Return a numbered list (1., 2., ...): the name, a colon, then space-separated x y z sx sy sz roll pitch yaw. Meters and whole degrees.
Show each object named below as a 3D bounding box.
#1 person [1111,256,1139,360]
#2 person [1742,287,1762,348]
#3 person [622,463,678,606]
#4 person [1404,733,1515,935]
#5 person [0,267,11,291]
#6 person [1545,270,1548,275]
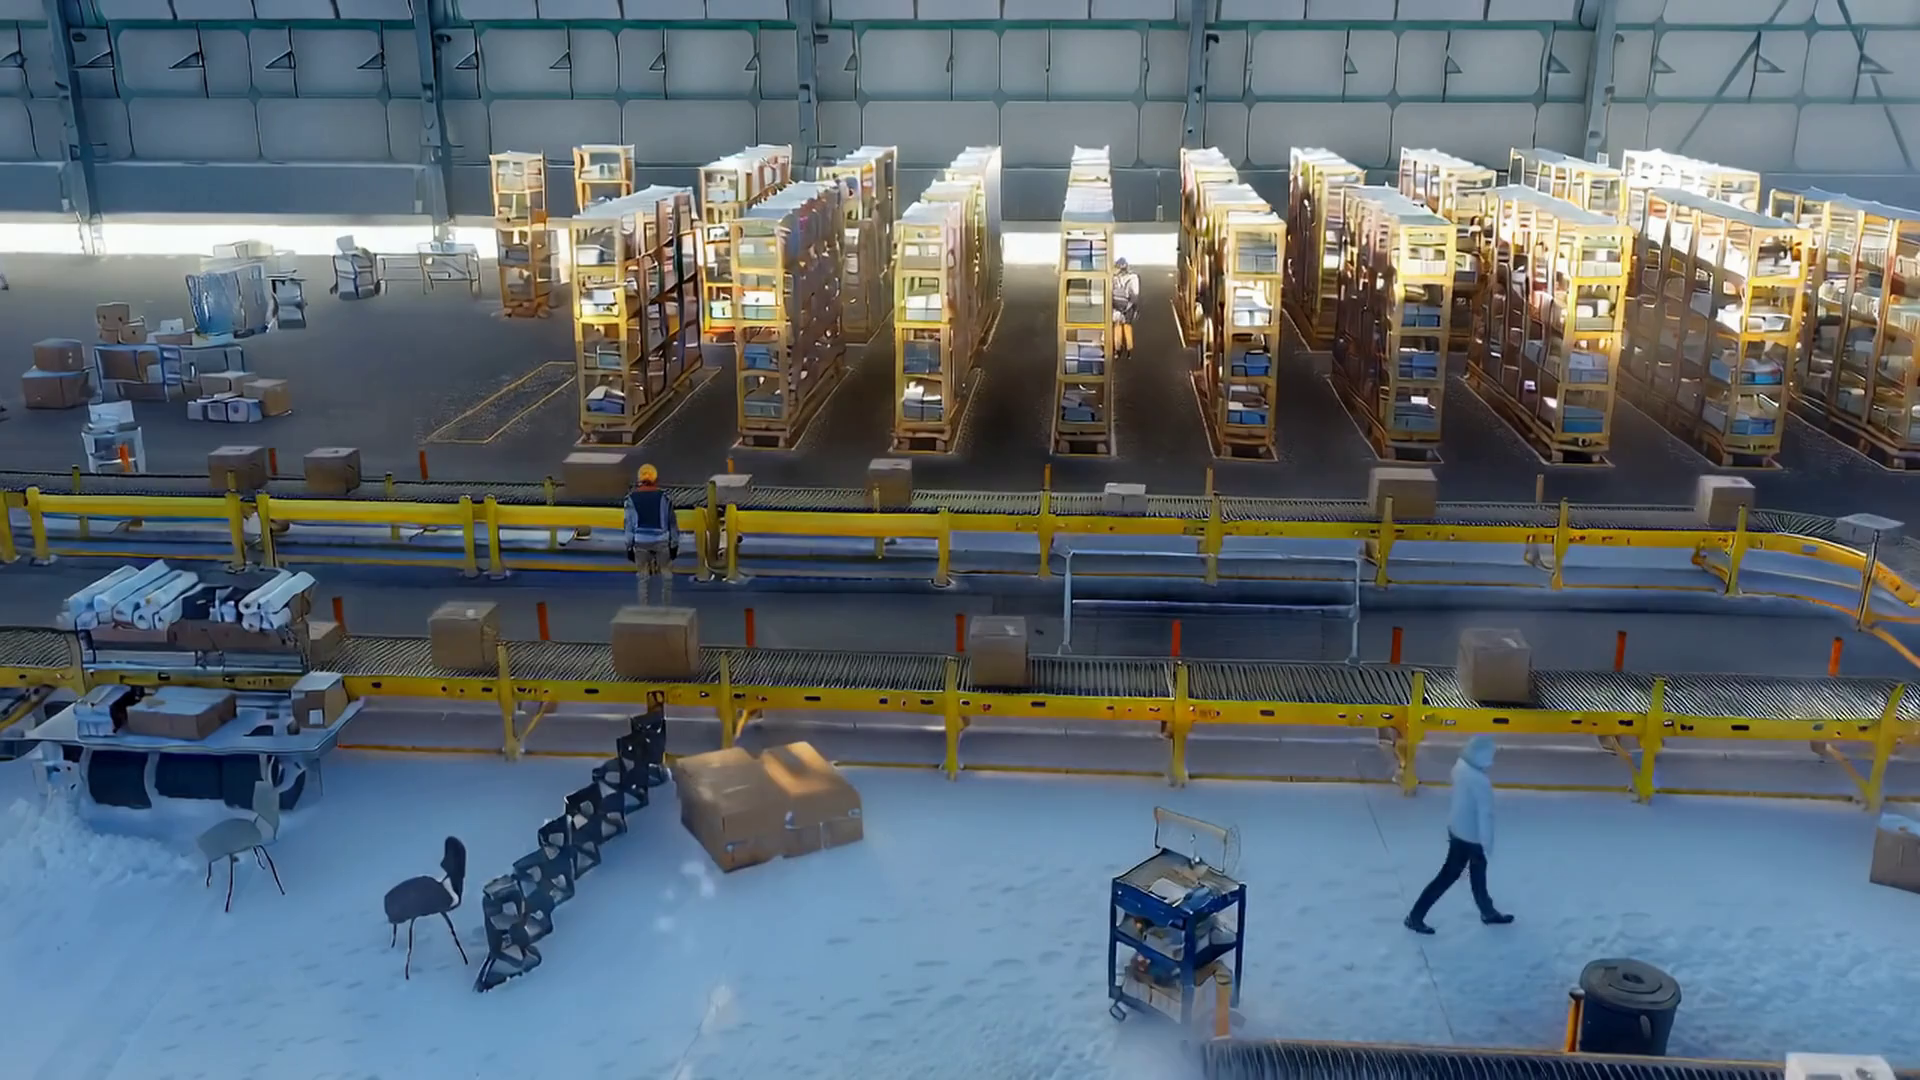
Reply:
1. person: 3.200 -4.558 32.707 0.606 2.036 0.406 7 19 22
2. person: 14.181 -3.673 29.953 0.392 1.991 0.612 7 19 22
3. person: -3.414 0.045 18.416 0.586 1.835 0.403 -1 18 -4
4. person: 3.689 2.150 12.147 0.864 1.587 0.514 -1 18 -2
5. person: -23.837 -7.009 40.720 1.025 1.891 0.623 1 18 2
6. person: 11.362 -4.437 32.637 0.376 1.835 0.566 4 18 14
